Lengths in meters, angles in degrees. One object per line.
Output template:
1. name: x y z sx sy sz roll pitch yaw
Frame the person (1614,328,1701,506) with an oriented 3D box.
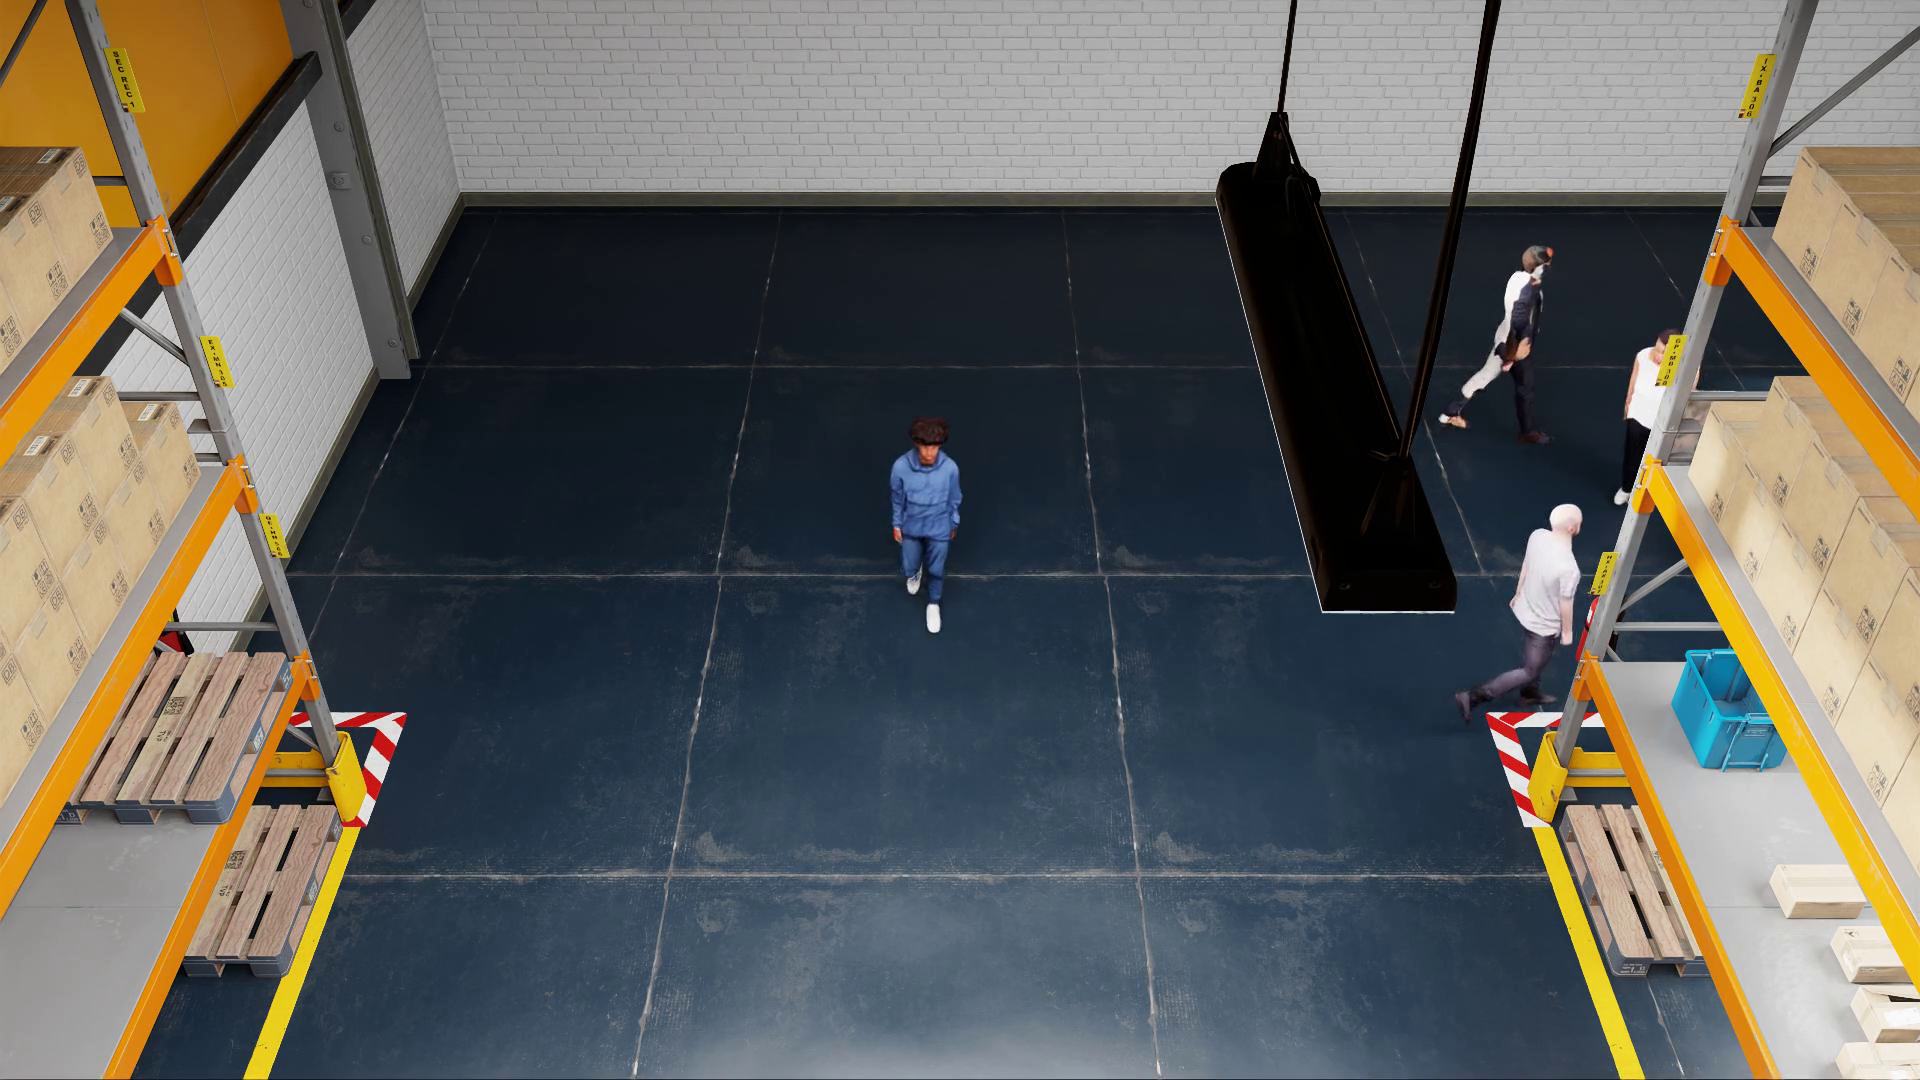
1. person: 5.570 -0.993 13.233 0.862 1.667 0.922 31 48 33

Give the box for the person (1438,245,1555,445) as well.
1. person: 4.521 -1.630 13.882 0.861 1.853 1.170 6 39 7

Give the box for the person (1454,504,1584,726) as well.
1. person: 3.826 0.541 11.198 0.786 1.808 1.058 -5 39 -6

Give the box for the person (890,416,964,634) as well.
1. person: -0.255 -0.179 12.112 0.660 1.794 0.780 0 39 0
